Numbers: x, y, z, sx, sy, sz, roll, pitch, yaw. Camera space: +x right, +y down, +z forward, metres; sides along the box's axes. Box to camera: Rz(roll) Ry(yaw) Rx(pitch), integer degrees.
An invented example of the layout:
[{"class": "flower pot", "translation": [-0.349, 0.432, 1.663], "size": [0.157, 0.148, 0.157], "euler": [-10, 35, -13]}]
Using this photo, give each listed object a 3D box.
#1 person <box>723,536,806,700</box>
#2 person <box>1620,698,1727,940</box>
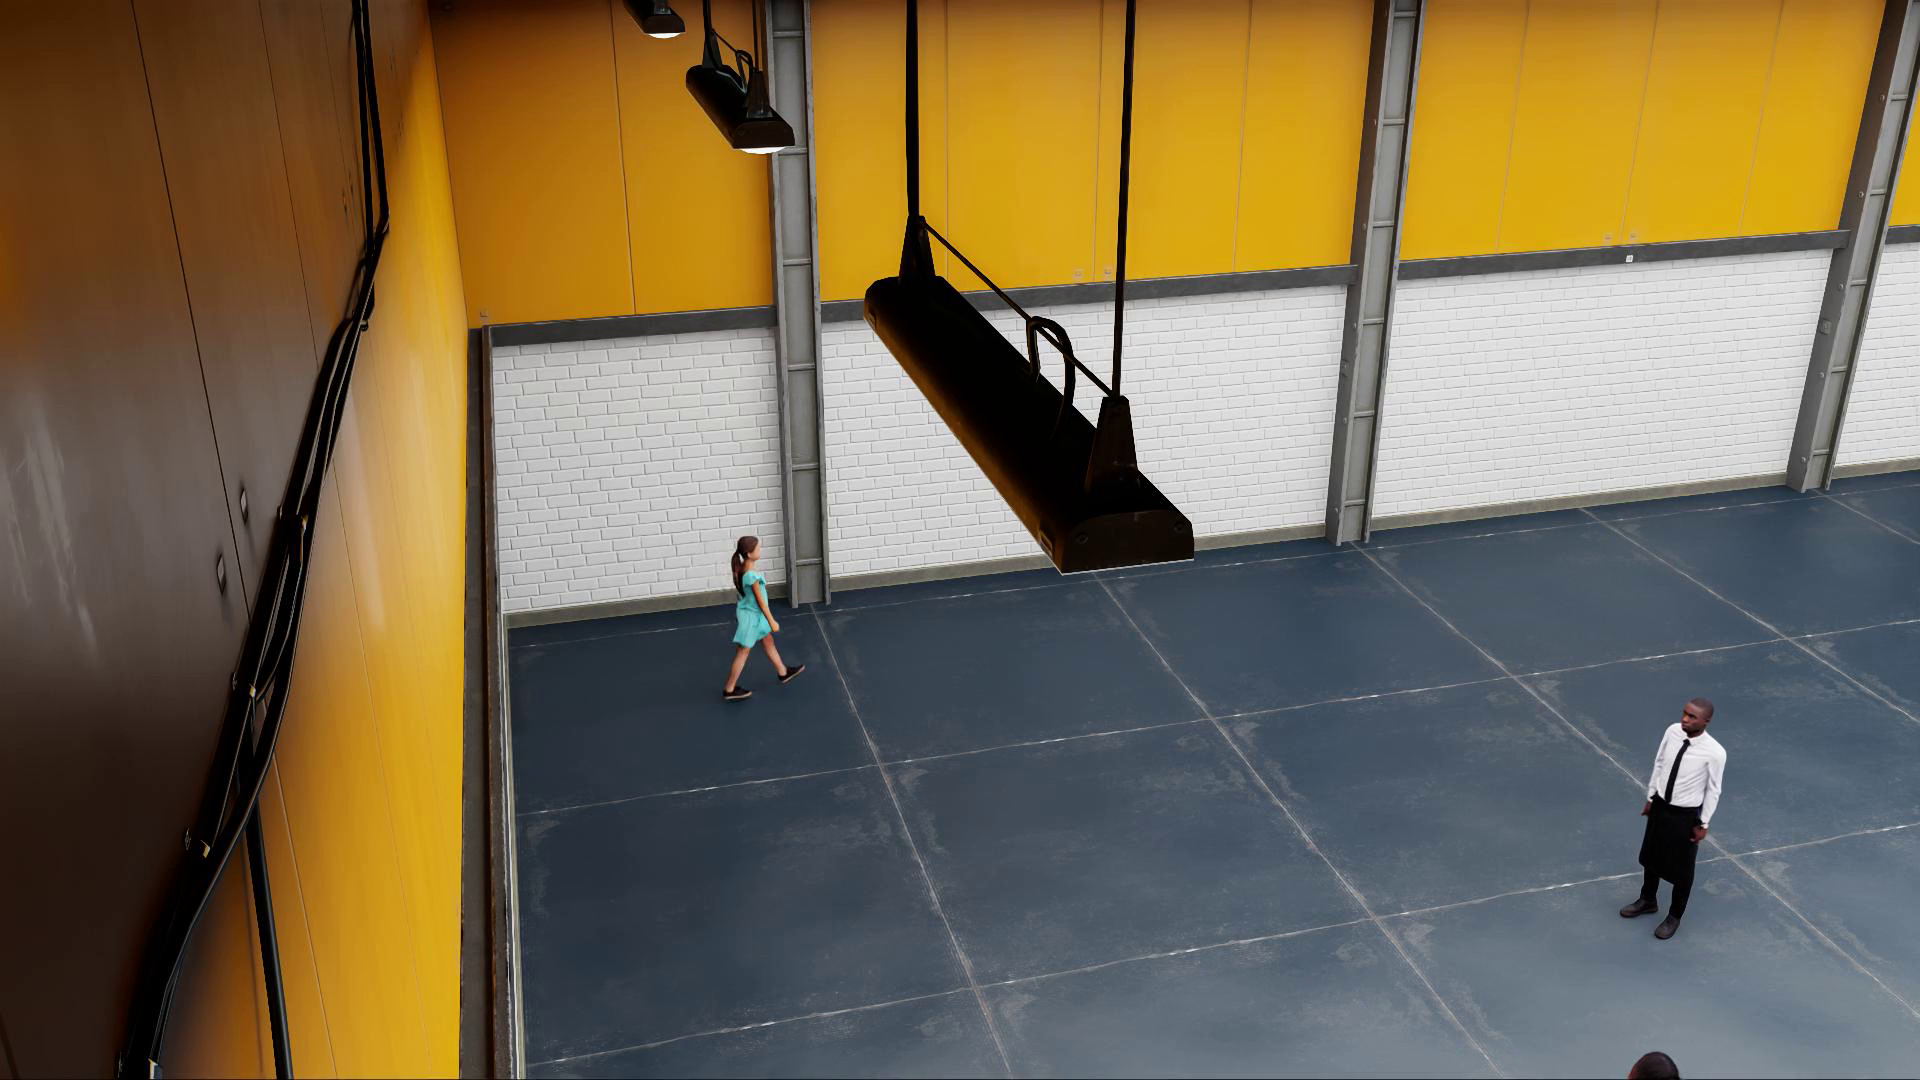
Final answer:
[{"class": "person", "translation": [-1.928, 0.721, 14.739], "size": [1.042, 1.516, 0.636], "euler": [-9, 25, -19]}, {"class": "person", "translation": [5.029, 1.906, 11.629], "size": [0.630, 1.837, 0.695], "euler": [-13, 27, -28]}]
